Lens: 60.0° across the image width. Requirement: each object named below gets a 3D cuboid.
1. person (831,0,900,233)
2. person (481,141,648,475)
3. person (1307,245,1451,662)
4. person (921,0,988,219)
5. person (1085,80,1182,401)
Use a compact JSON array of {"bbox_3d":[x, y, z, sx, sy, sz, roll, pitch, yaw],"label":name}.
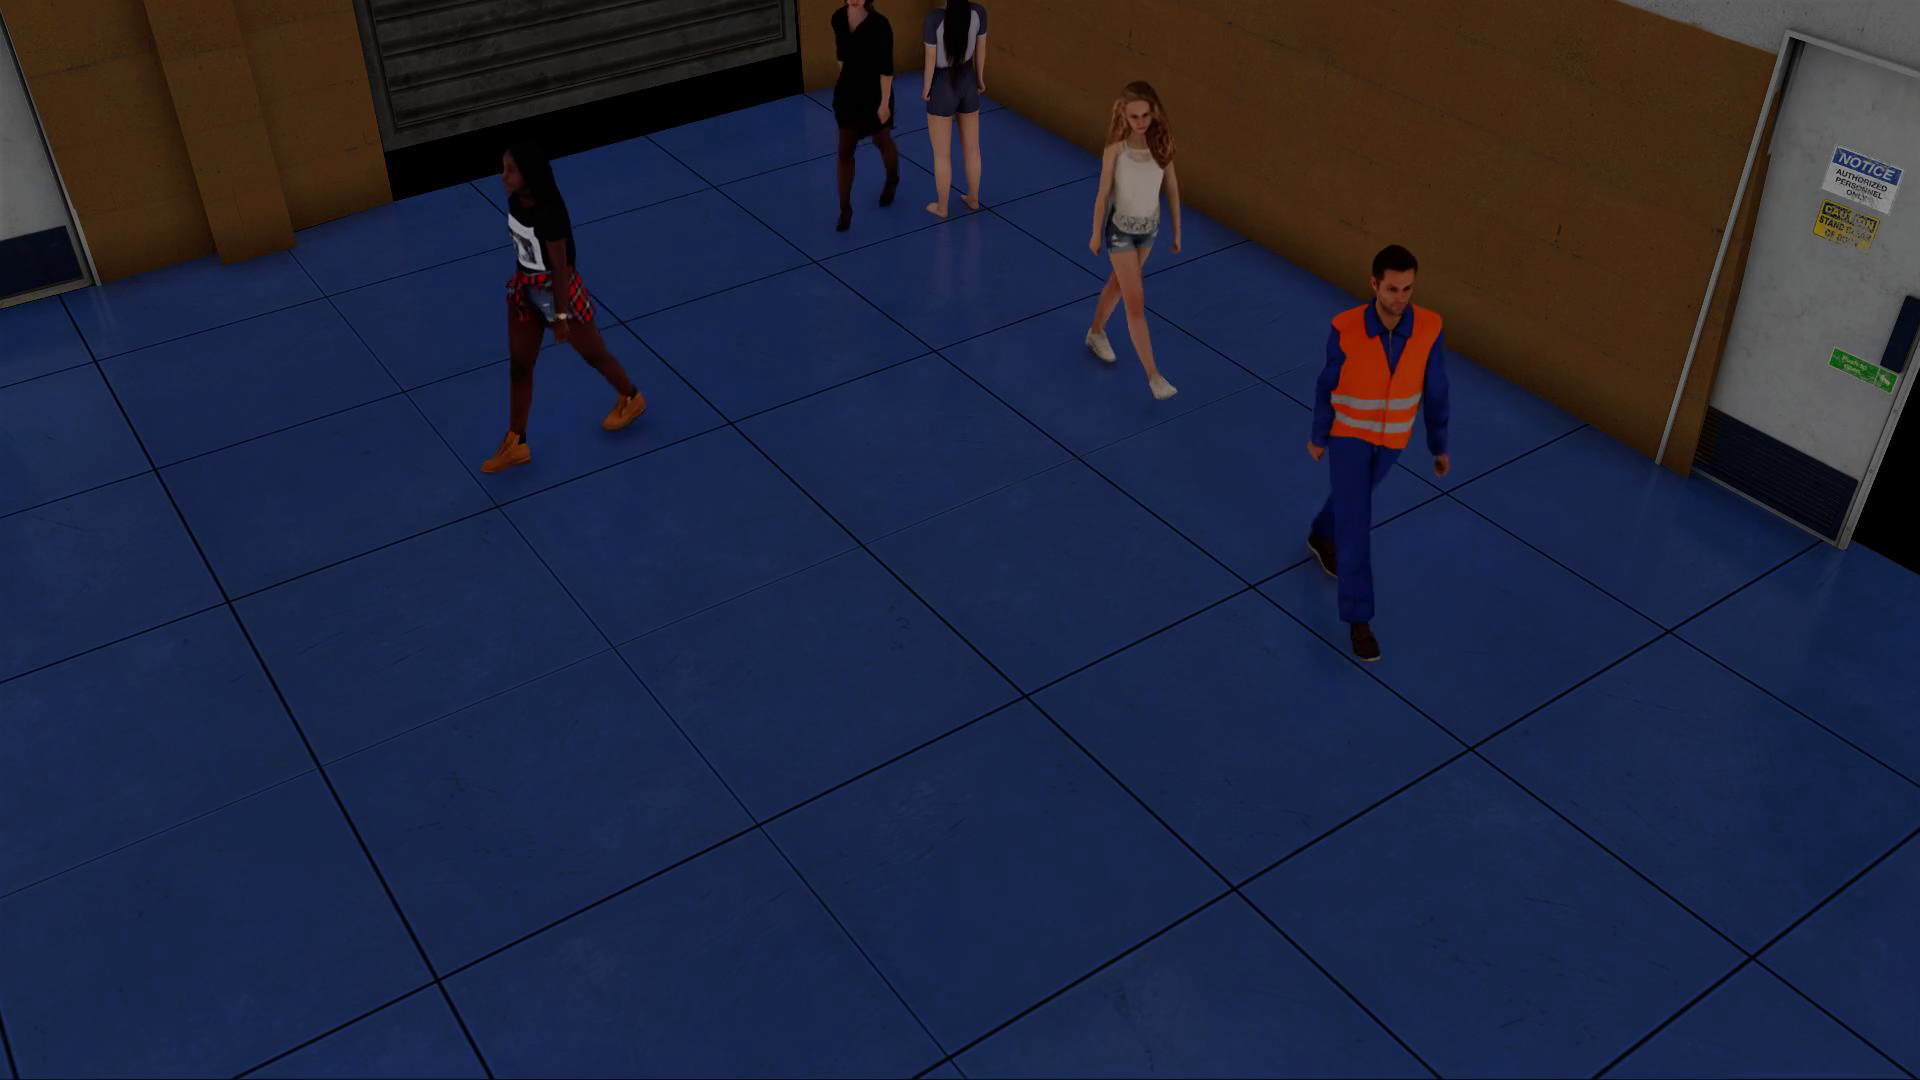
[{"bbox_3d":[-0.558,-2.820,10.506,0.888,1.662,1.066,20,41,25],"label":"person"},{"bbox_3d":[-1.957,-1.177,8.322,0.772,1.674,1.236,31,47,34],"label":"person"},{"bbox_3d":[1.763,-0.475,7.266,1.257,1.818,1.105,-6,37,-8],"label":"person"},{"bbox_3d":[-0.034,-2.853,10.574,0.489,1.650,0.677,-18,40,-22],"label":"person"},{"bbox_3d":[0.865,-1.658,8.933,1.108,1.709,0.777,-18,40,-22],"label":"person"}]
